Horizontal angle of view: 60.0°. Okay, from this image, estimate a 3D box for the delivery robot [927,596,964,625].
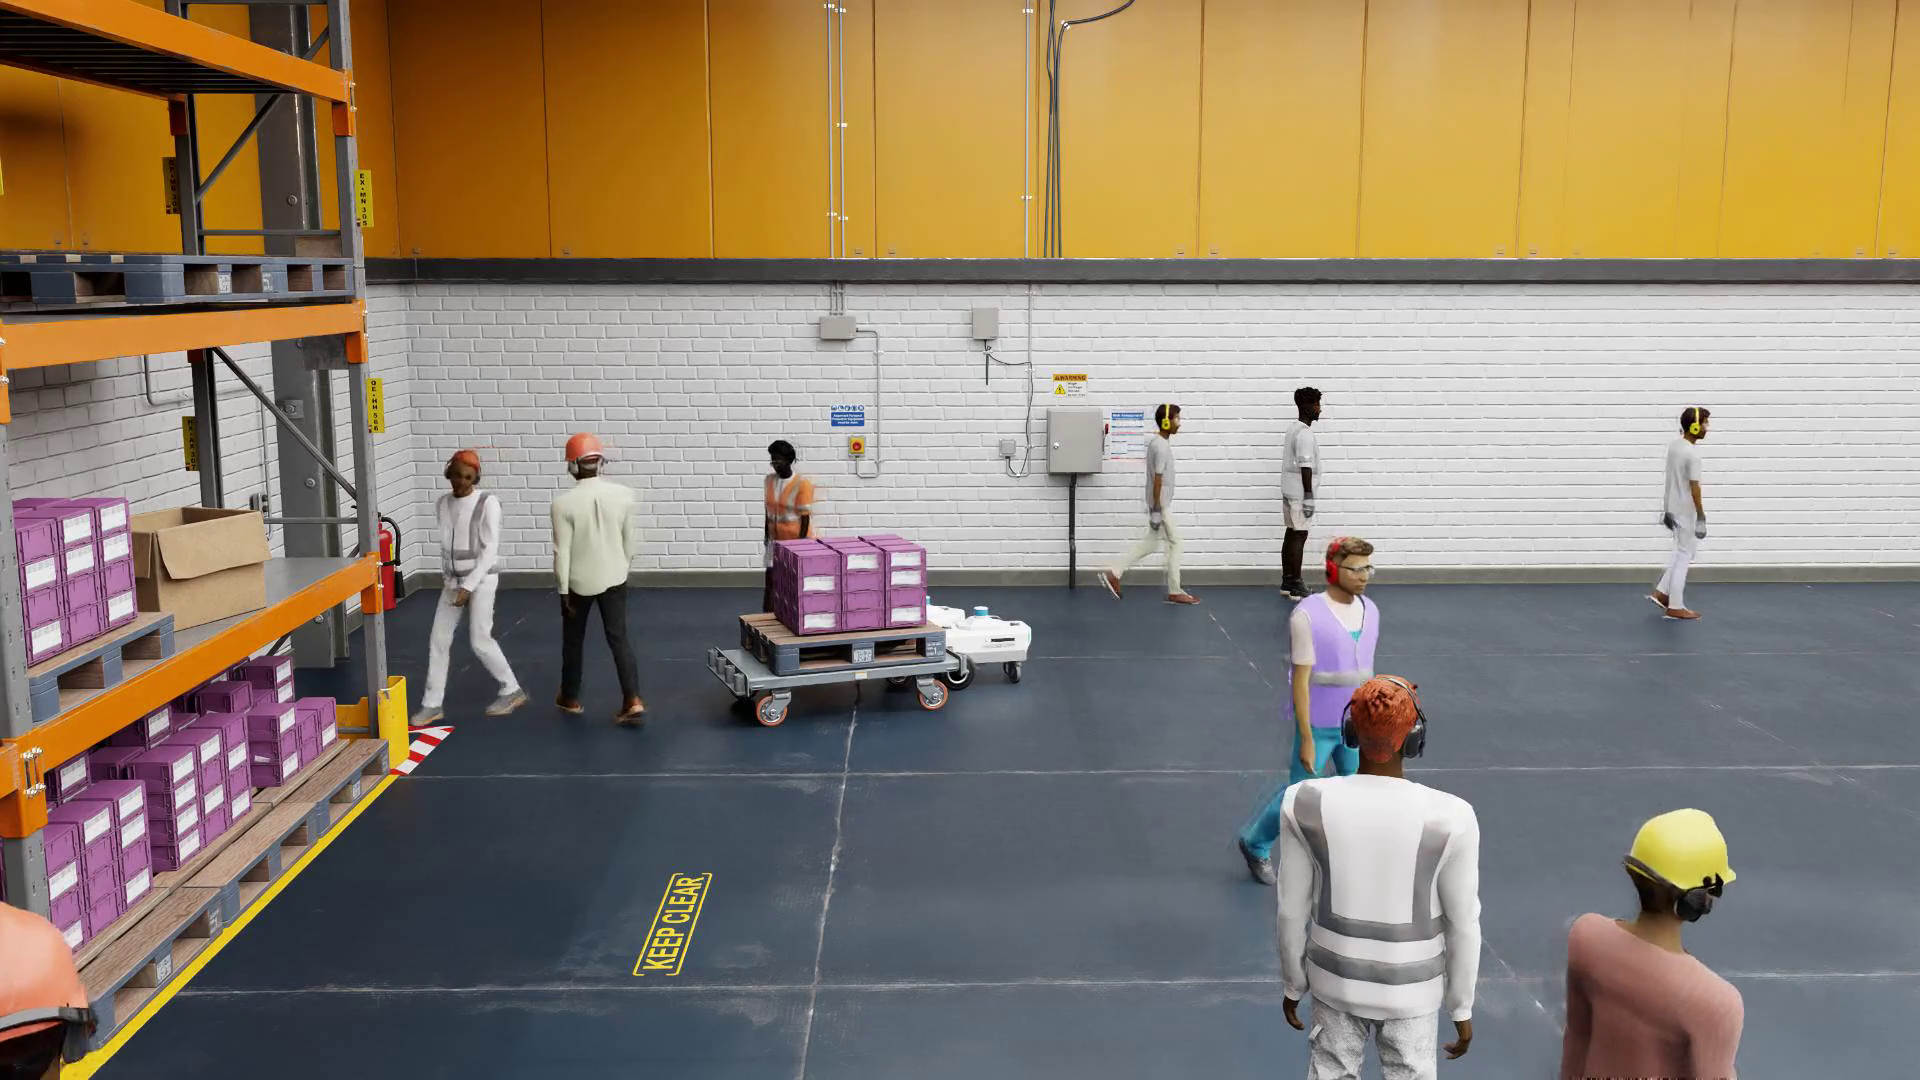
[{"bbox_3d":[-0.280,0.667,12.593,0.477,0.478,0.707,7,11,35],"label":"delivery robot"}]

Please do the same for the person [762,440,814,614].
[{"bbox_3d":[-1.421,-0.018,13.752,0.588,1.641,0.839,6,11,34],"label":"person"}]

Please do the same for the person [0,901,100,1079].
[{"bbox_3d":[-1.494,1.582,2.764,0.637,2.026,0.458,-6,11,-31],"label":"person"}]

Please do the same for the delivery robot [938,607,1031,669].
[{"bbox_3d":[0.155,0.732,12.192,0.707,0.478,0.477,-2,9,-13],"label":"delivery robot"}]

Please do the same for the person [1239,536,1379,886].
[{"bbox_3d":[1.715,0.859,7.880,0.572,1.813,0.887,-6,11,-32],"label":"person"}]

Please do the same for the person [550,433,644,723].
[{"bbox_3d":[-2.431,0.256,11.140,0.616,1.954,0.959,-6,11,-34],"label":"person"}]

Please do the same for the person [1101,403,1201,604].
[{"bbox_3d":[1.734,-0.326,15.050,0.865,1.835,0.560,1,9,3],"label":"person"}]

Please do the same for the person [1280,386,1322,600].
[{"bbox_3d":[3.144,-0.435,15.319,0.374,1.966,0.608,0,9,-2],"label":"person"}]

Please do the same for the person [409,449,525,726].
[{"bbox_3d":[-3.310,0.307,11.149,0.572,1.844,0.707,5,10,26],"label":"person"}]

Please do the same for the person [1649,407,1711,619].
[{"bbox_3d":[6.277,-0.223,14.352,0.380,1.856,0.569,0,9,2],"label":"person"}]

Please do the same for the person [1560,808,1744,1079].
[{"bbox_3d":[1.635,1.505,4.092,0.666,1.743,0.532,-4,10,-26],"label":"person"}]

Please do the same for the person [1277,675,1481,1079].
[{"bbox_3d":[1.209,1.316,4.846,0.576,1.882,0.355,4,10,21],"label":"person"}]
